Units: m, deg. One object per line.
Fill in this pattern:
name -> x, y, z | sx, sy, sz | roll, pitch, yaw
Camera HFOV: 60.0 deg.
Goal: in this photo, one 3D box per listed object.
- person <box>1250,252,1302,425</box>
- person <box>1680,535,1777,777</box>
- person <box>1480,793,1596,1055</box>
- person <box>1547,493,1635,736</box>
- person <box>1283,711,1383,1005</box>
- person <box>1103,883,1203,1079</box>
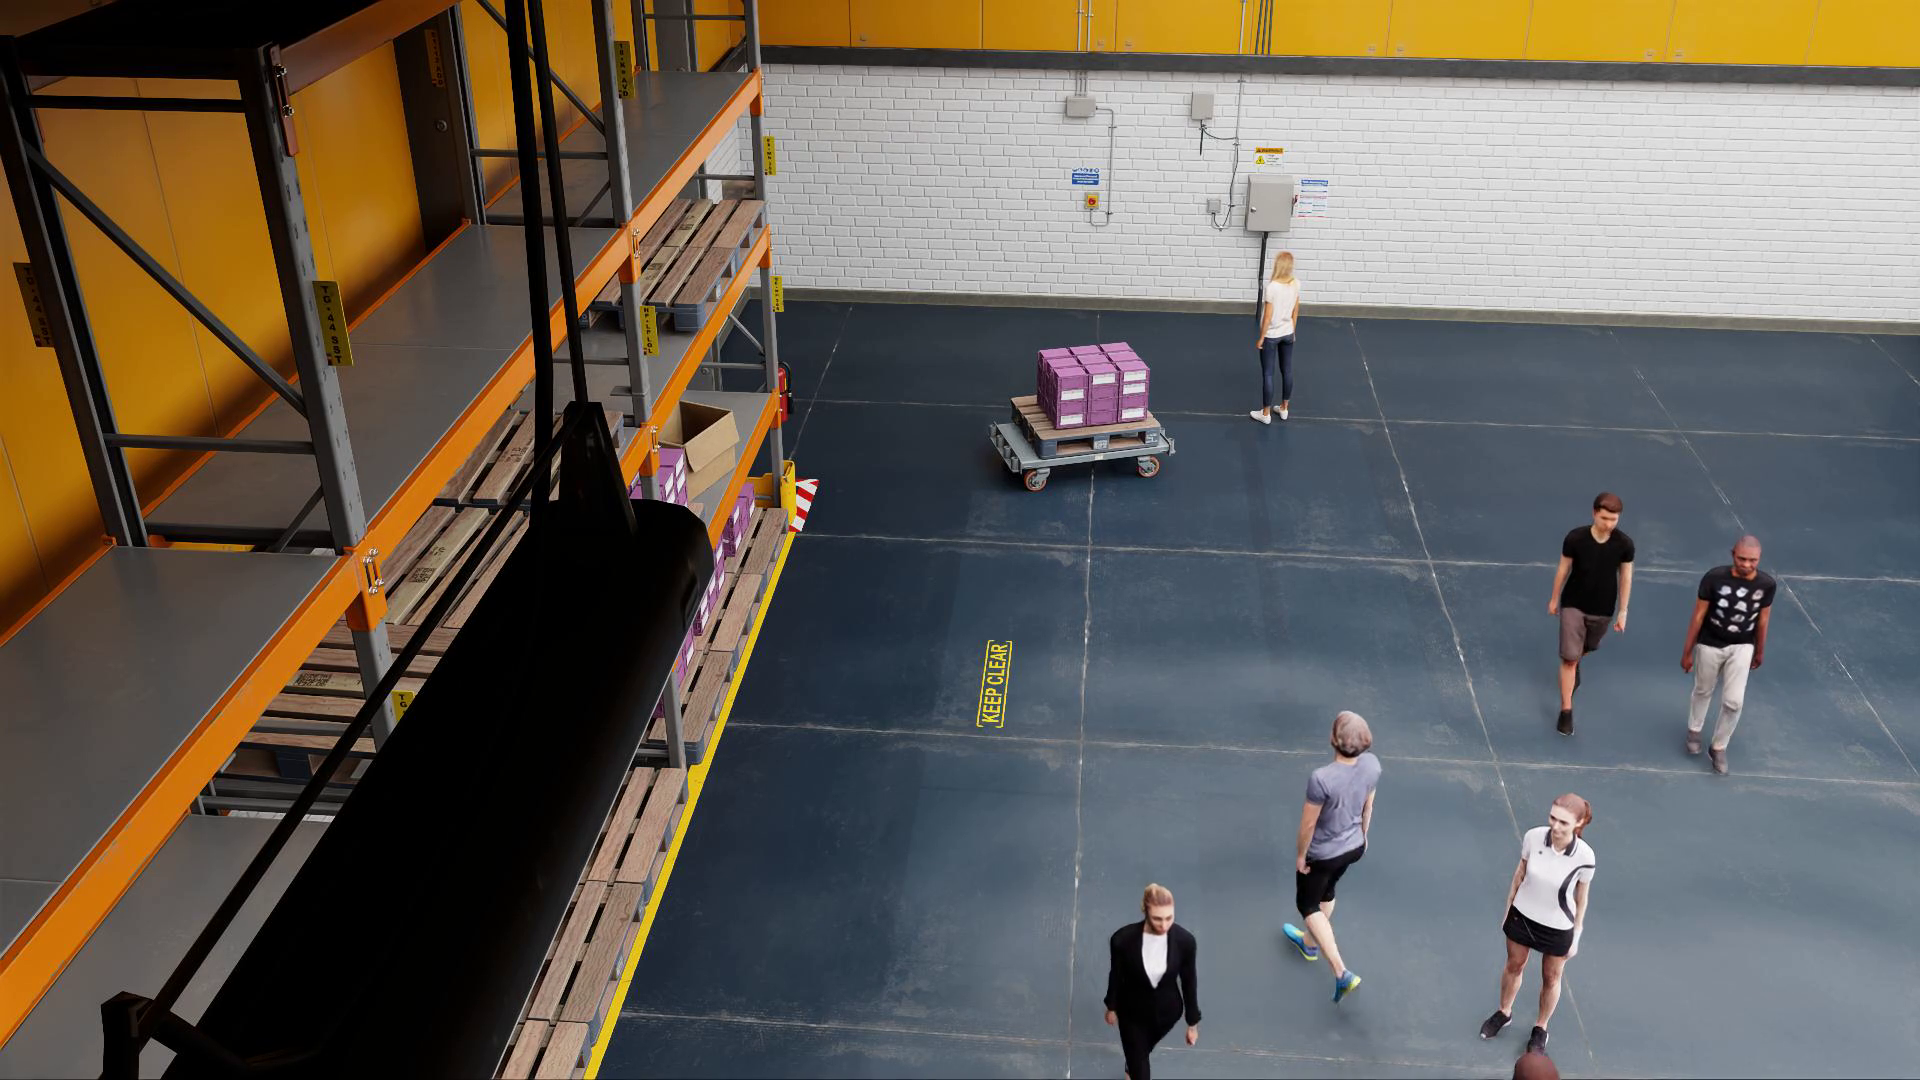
person -> 3.240, -2.065, 16.928 | 0.680, 1.809, 0.676 | -13, 31, -23
person -> 5.435, 0.721, 11.843 | 0.804, 1.787, 0.893 | 9, 30, 16
person -> 3.261, 2.135, 9.288 | 0.669, 1.751, 0.694 | 19, 34, 31
person -> 4.652, 0.439, 12.315 | 0.764, 1.829, 1.244 | 5, 29, 10
person -> 2.210, 1.848, 9.694 | 0.993, 1.866, 1.160 | -13, 31, -23
person -> 0.985, 2.462, 8.792 | 0.775, 1.652, 1.118 | -3, 29, -5
